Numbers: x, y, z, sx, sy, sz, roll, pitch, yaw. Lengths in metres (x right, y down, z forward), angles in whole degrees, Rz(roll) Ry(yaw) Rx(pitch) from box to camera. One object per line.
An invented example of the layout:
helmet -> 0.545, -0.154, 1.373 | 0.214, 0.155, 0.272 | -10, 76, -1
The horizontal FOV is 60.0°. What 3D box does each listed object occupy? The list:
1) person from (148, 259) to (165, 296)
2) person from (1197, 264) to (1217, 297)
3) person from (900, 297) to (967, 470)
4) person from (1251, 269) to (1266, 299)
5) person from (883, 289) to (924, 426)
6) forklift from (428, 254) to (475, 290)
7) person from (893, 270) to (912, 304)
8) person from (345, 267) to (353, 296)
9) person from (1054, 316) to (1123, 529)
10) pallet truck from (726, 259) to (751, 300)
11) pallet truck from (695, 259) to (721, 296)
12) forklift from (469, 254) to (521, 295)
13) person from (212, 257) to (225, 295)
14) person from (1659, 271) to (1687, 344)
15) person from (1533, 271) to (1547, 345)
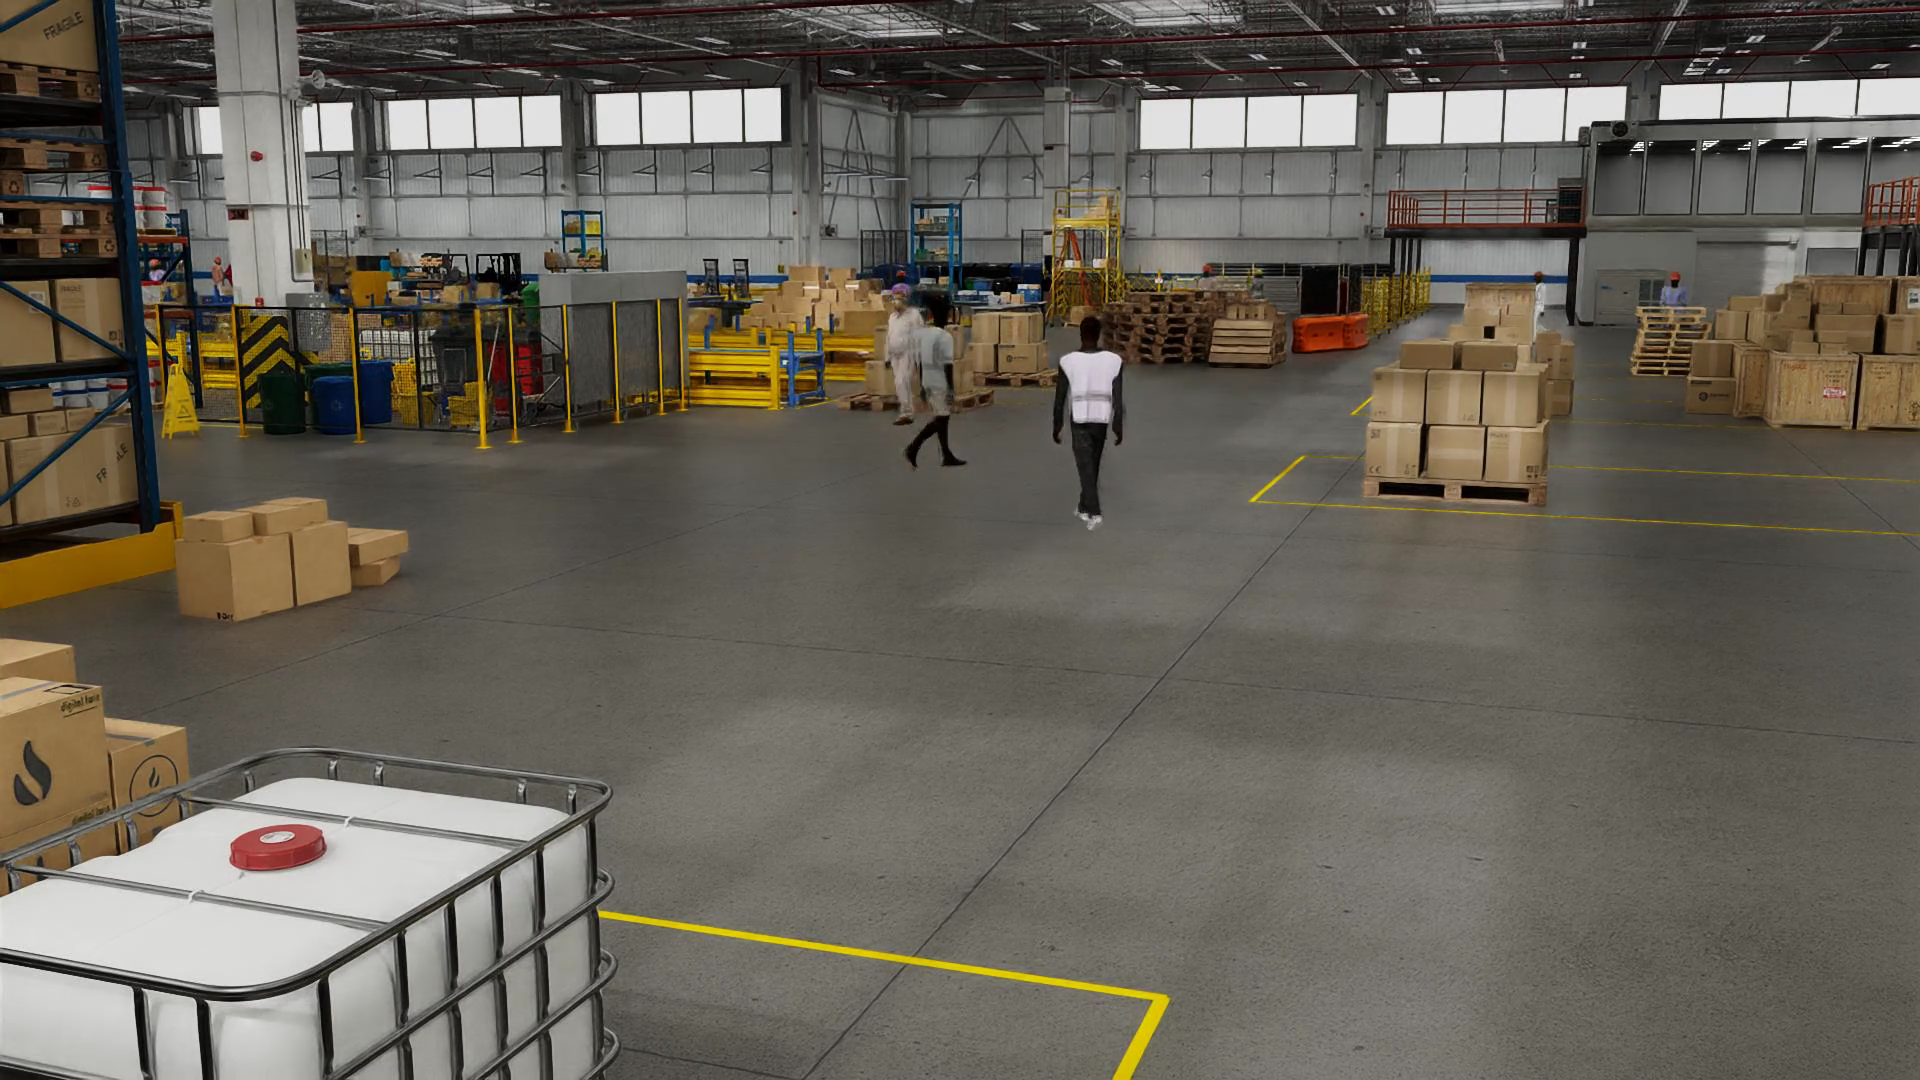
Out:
person -> -26.837, -8.336, 55.415 | 0.656, 2.025, 0.510 | 4, 11, 24
person -> 6.803, -6.581, 45.680 | 0.632, 1.976, 0.715 | 8, 13, 39
person -> -0.303, -1.729, 18.468 | 0.841, 1.942, 0.607 | -6, 12, -31
person -> 9.636, -7.894, 53.818 | 0.487, 1.719, 0.767 | 2, 10, 13
person -> -0.858, -2.519, 23.063 | 0.664, 1.883, 0.669 | -8, 13, -38
forklift -> -20.133, -10.254, 65.465 | 1.157, 1.987, 2.680 | 3, 11, 19
person -> -1.407, -5.382, 39.112 | 0.575, 1.912, 0.454 | -8, 13, -38
person -> -21.128, -8.628, 57.903 | 0.866, 1.729, 0.523 | -2, 10, -11
person -> 1.156, -1.053, 14.843 | 0.605, 1.880, 0.976 | -2, 10, -12
pallet truck -> -7.986, -9.493, 62.019 | 0.823, 1.965, 1.885 | 3, 11, 17
pallet truck -> -9.165, -9.627, 62.776 | 0.823, 1.965, 1.885 | 4, 11, 23
forklift -> -17.990, -10.121, 64.684 | 1.157, 1.987, 2.680 | 3, 11, 17
person -> -30.351, -10.576, 68.125 | 0.621, 1.994, 0.381 | 6, 11, 29
person -> 16.151, -5.137, 37.703 | 0.565, 1.918, 0.501 | 7, 12, 35
person -> 14.432, -5.767, 41.445 | 0.659, 1.853, 0.589 | -1, 10, -4
